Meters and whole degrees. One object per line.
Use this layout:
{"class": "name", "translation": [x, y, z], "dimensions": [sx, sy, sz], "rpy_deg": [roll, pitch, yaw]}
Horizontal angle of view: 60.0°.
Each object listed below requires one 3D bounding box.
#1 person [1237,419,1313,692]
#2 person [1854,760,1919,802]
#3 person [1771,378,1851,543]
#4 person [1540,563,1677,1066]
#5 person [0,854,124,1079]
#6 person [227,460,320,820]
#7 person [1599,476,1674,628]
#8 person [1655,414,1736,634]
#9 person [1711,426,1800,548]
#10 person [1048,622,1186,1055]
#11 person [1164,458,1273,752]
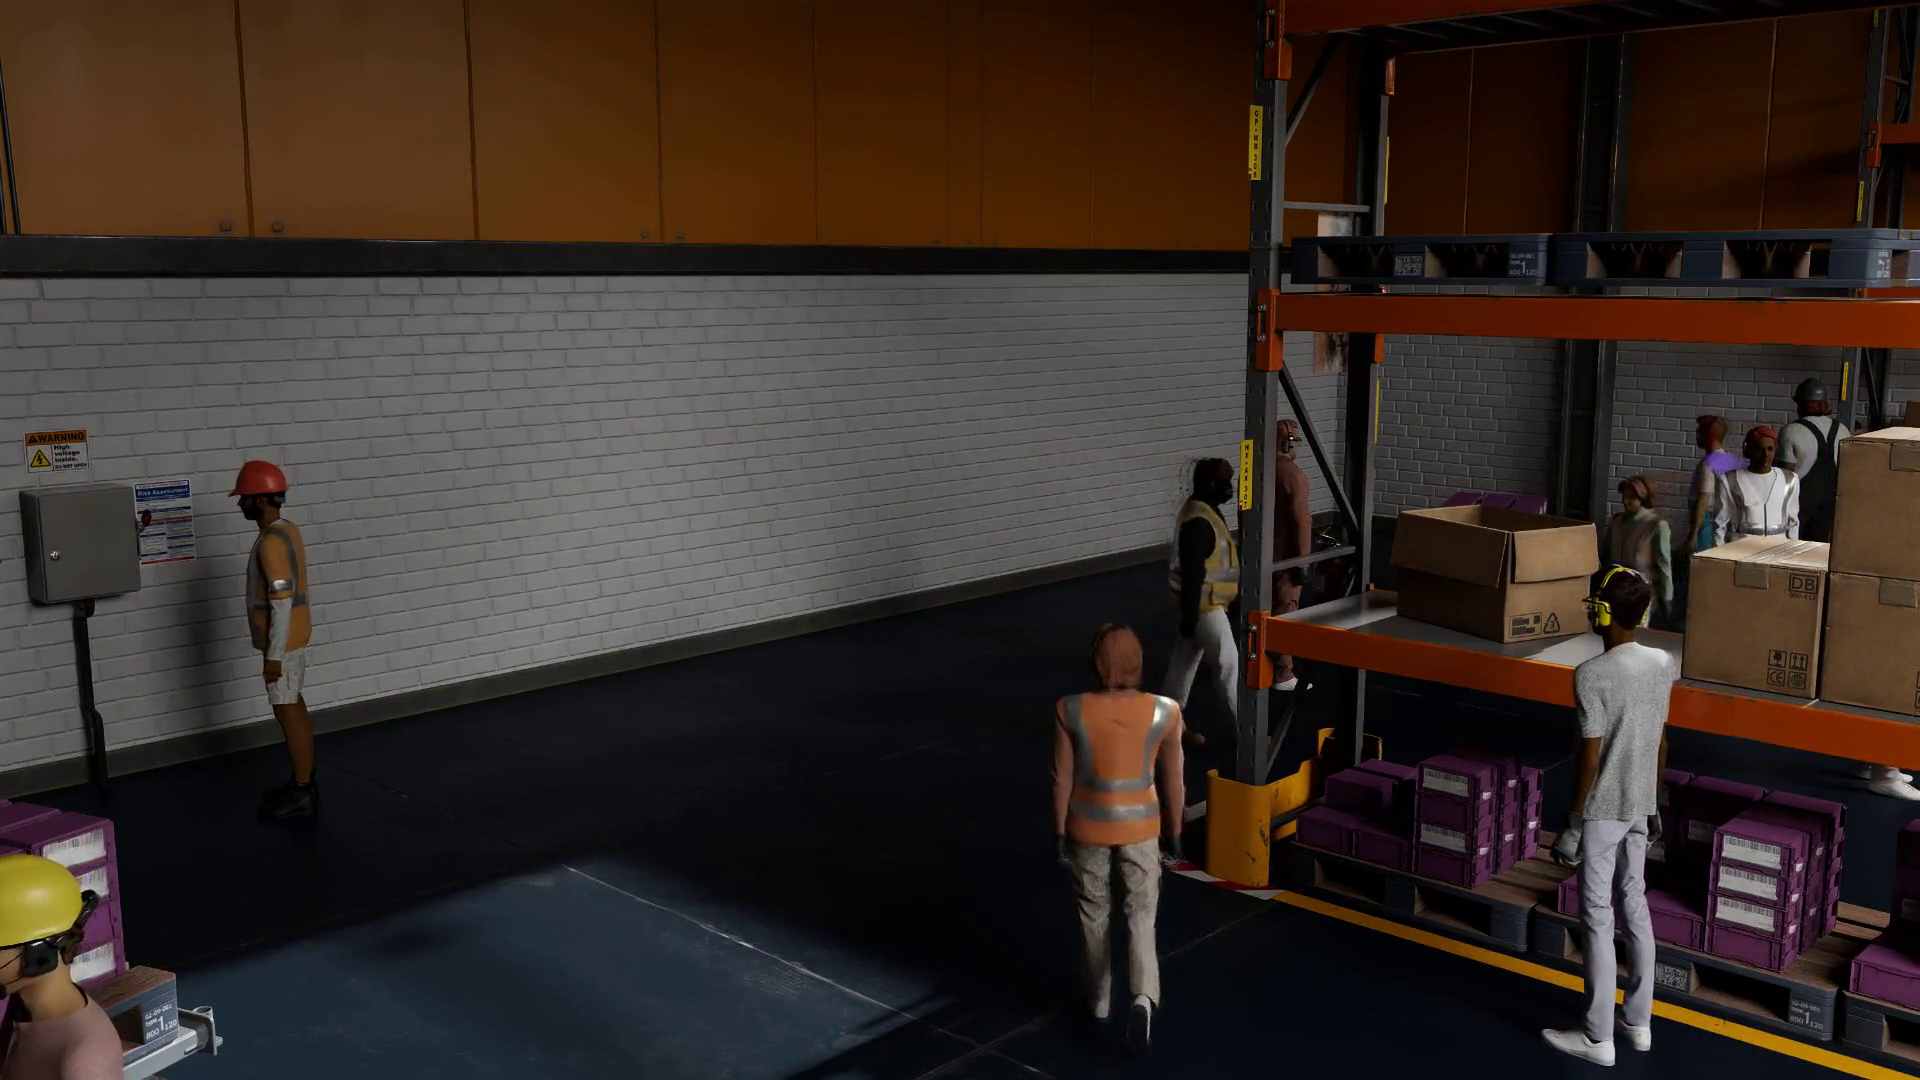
{"class": "person", "translation": [2.239, 0.105, 11.681], "dimensions": [0.402, 1.906, 0.652], "rpy_deg": [-6, 11, -32]}
{"class": "person", "translation": [5.315, 0.489, 9.331], "dimensions": [0.403, 1.904, 0.651], "rpy_deg": [3, 10, 16]}
{"class": "person", "translation": [7.112, -0.355, 14.090], "dimensions": [0.688, 2.000, 0.539], "rpy_deg": [-2, 10, -15]}
{"class": "person", "translation": [2.422, 1.017, 6.199], "dimensions": [0.528, 1.869, 0.313], "rpy_deg": [-5, 11, -29]}
{"class": "person", "translation": [-1.891, 1.510, 3.498], "dimensions": [0.320, 1.767, 0.534], "rpy_deg": [-9, 13, -43]}
{"class": "person", "translation": [-3.691, 0.535, 8.952], "dimensions": [0.373, 1.934, 0.551], "rpy_deg": [-2, 10, -15]}
{"class": "person", "translation": [4.362, 0.375, 10.962], "dimensions": [0.851, 1.589, 0.550], "rpy_deg": [-3, 10, -18]}
{"class": "person", "translation": [5.931, -0.073, 13.041], "dimensions": [0.777, 1.819, 0.574], "rpy_deg": [6, 11, 33]}
{"class": "person", "translation": [5.511, 0.144, 11.555], "dimensions": [0.579, 1.878, 0.350], "rpy_deg": [1, 9, 4]}
{"class": "person", "translation": [0.595, 1.125, 6.310], "dimensions": [0.521, 1.619, 0.643], "rpy_deg": [0, 9, 2]}
{"class": "person", "translation": [1.621, 0.404, 10.162], "dimensions": [0.865, 1.810, 0.629], "rpy_deg": [1, 9, 9]}
